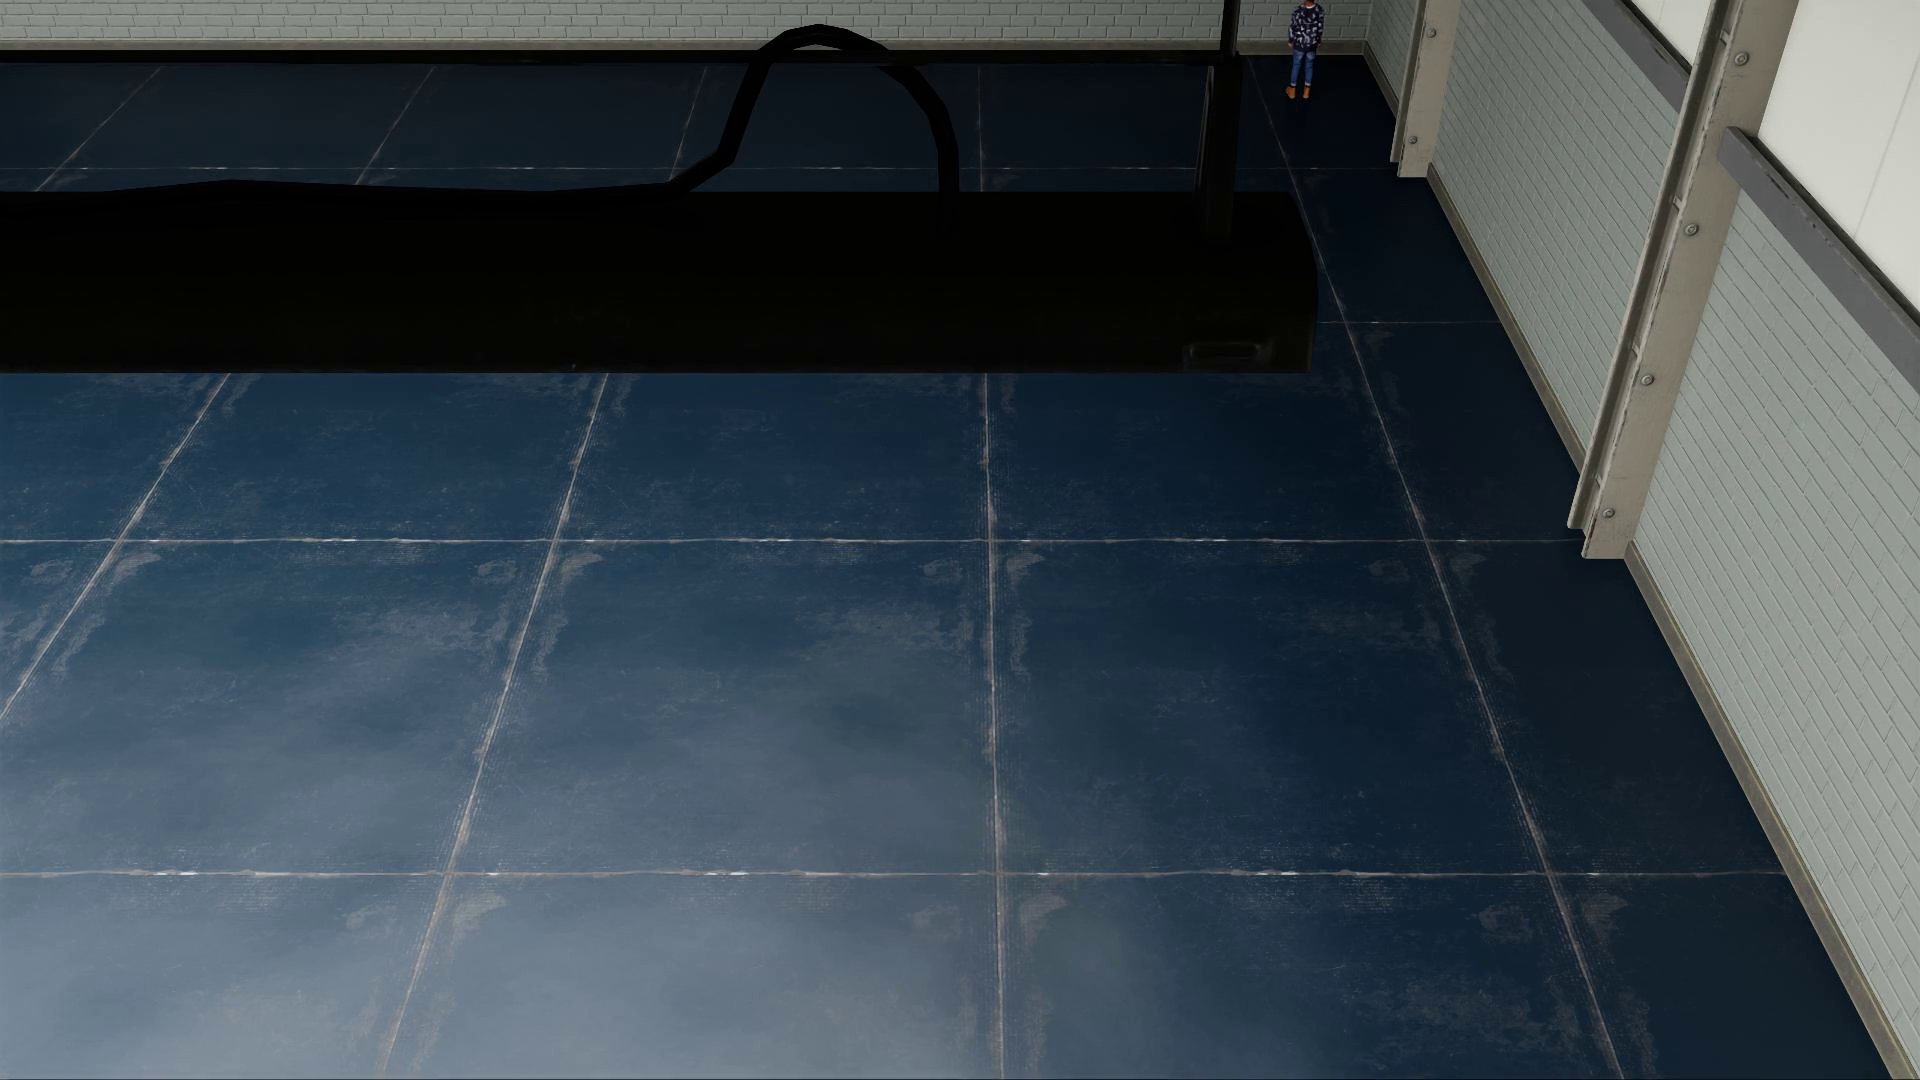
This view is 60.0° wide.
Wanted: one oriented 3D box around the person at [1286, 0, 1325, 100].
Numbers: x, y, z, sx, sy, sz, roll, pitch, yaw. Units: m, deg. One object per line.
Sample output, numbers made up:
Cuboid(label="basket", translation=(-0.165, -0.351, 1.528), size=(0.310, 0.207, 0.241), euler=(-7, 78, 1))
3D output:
Cuboid(label="person", translation=(3.590, -5.213, 17.268), size=(0.504, 1.251, 0.512), euler=(3, 37, 4))
